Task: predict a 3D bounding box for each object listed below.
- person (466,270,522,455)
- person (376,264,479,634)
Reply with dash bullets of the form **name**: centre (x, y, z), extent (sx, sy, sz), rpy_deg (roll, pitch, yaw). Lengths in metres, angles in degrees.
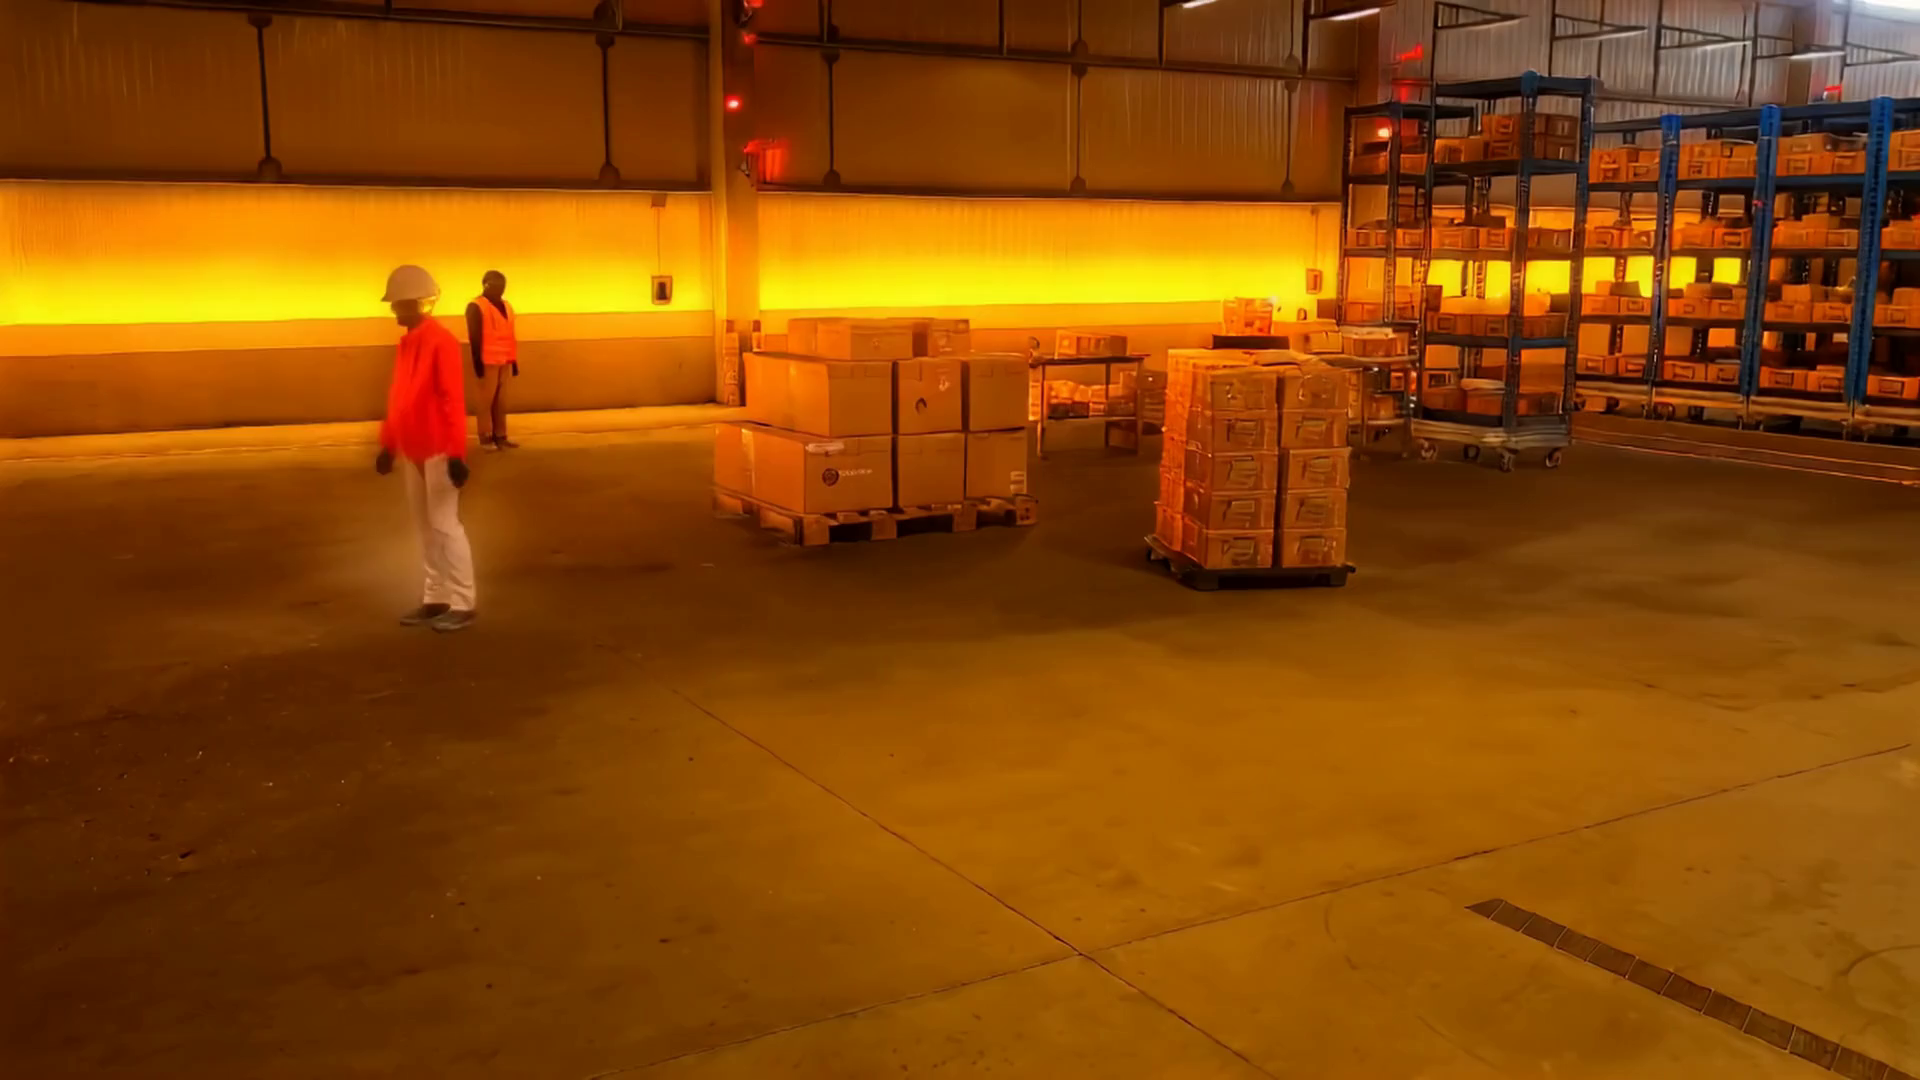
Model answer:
- **person**: centre (-4.672, -1.787, 16.745), extent (0.430, 1.841, 0.624), rpy_deg (4, 11, 21)
- **person**: centre (-2.910, -0.495, 9.018), extent (0.412, 1.982, 0.700), rpy_deg (-9, 13, -41)
